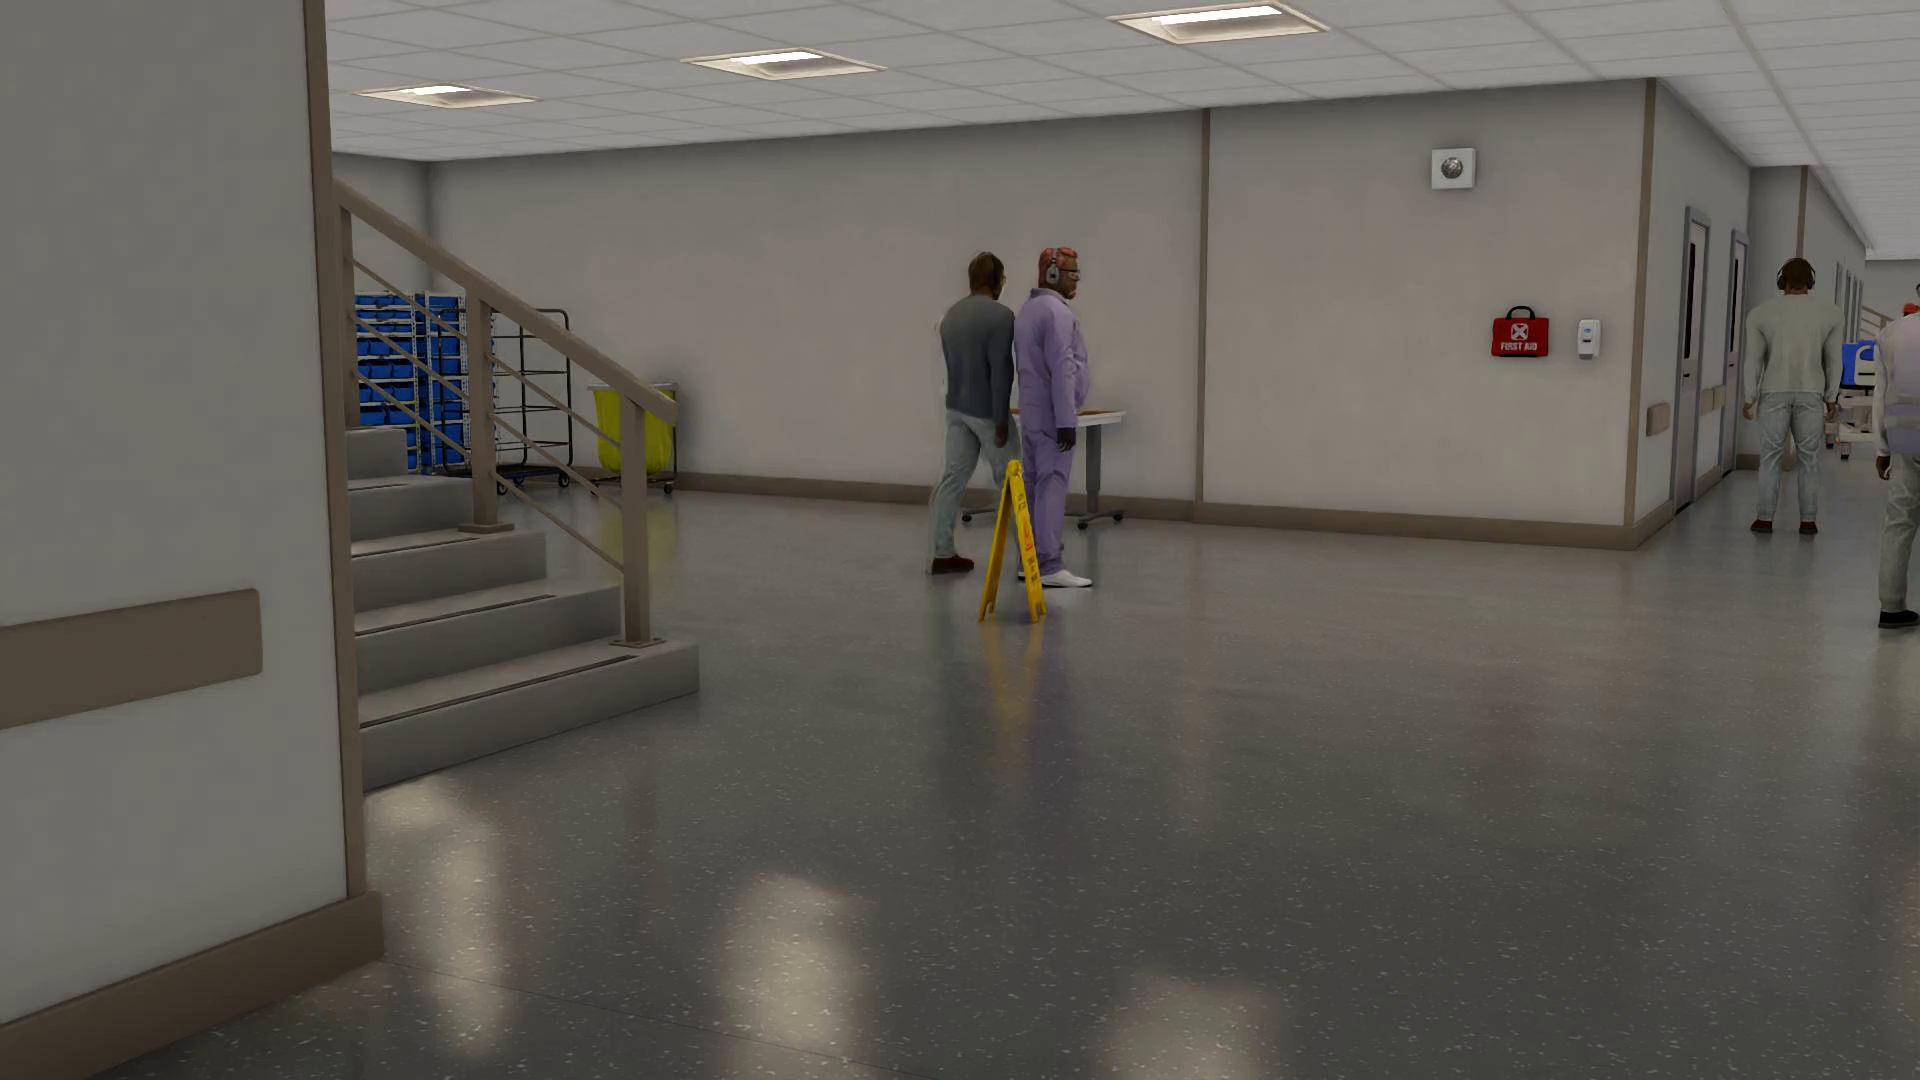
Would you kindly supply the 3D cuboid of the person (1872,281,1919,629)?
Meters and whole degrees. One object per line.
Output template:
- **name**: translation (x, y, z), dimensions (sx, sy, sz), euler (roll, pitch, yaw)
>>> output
- **person**: translation (4.617, -0.451, 7.872), dimensions (0.403, 1.824, 0.590), euler (-4, 8, -28)

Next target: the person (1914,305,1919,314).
- **person**: translation (19.232, -3.761, 33.224), dimensions (0.431, 1.852, 0.639), euler (4, 9, 30)

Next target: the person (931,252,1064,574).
- **person**: translation (0.180, -0.752, 9.909), dimensions (0.915, 1.888, 0.644), euler (-6, 10, -41)

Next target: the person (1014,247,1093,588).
- **person**: translation (0.532, -0.689, 9.382), dimensions (0.399, 1.905, 0.643), euler (-2, 8, -16)

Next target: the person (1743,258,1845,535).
- **person**: translation (5.815, -0.998, 11.648), dimensions (0.628, 1.935, 0.373), euler (3, 8, 19)
